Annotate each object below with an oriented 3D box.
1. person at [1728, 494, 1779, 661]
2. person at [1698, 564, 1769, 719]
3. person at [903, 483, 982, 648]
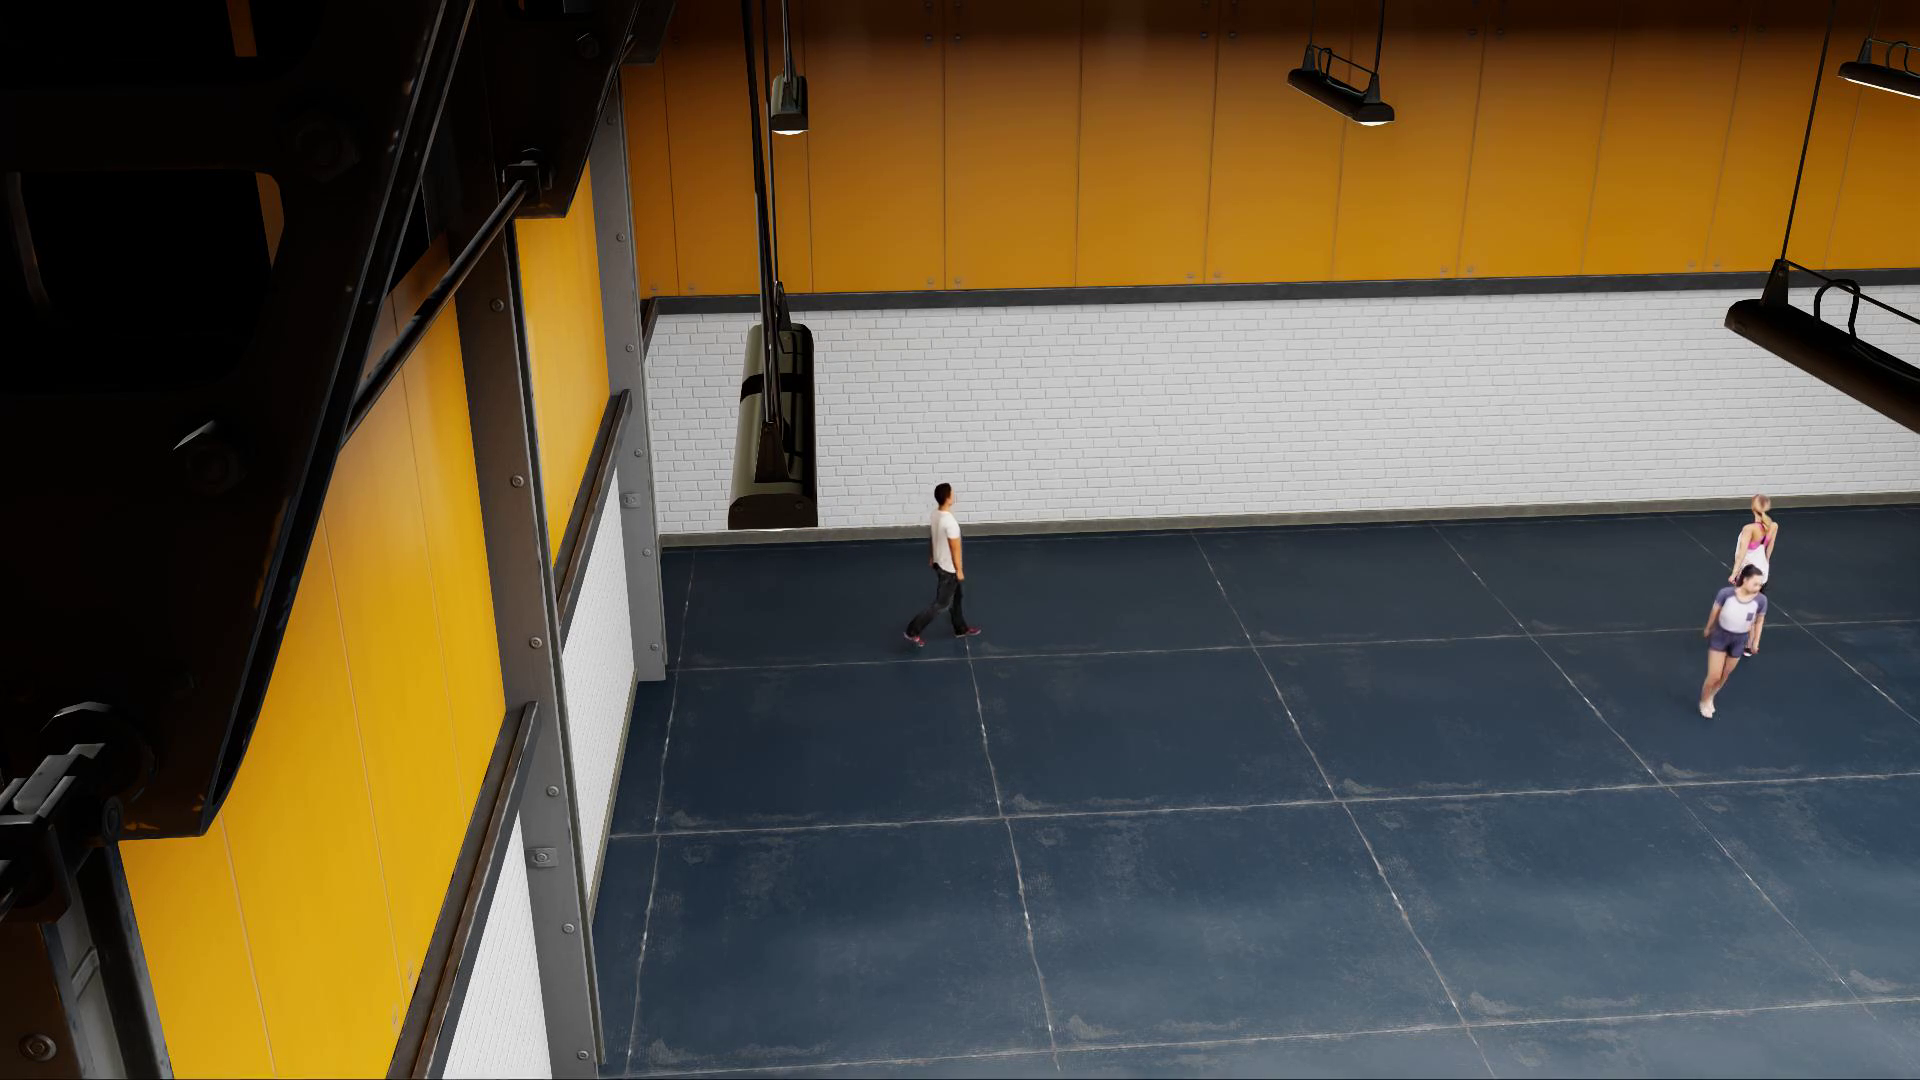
[{"bbox_3d":[8.071,0.376,16.960,0.654,1.786,0.604,-8,25,-18],"label":"person"},{"bbox_3d":[7.294,0.941,15.884,0.698,1.613,0.747,8,25,18],"label":"person"},{"bbox_3d":[-0.213,0.294,17.163,0.933,1.774,1.149,-9,25,-19],"label":"person"}]
